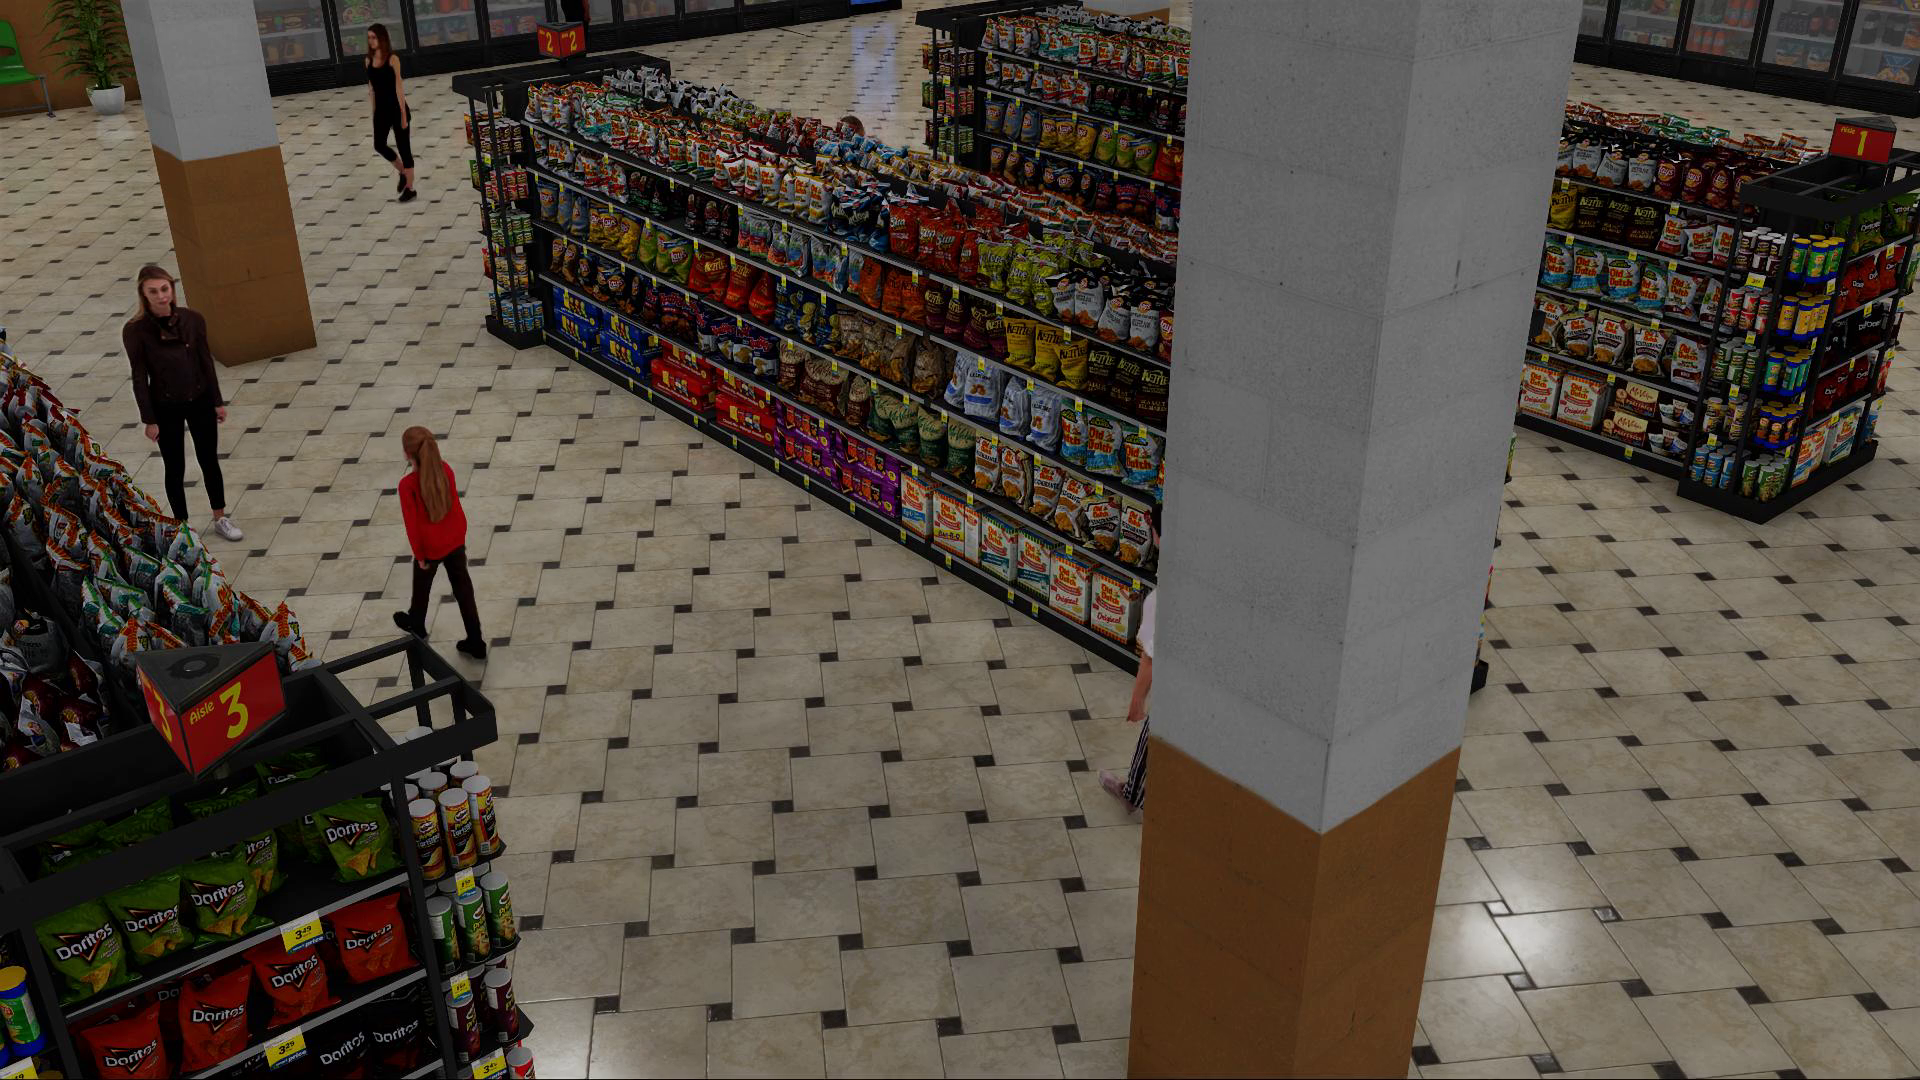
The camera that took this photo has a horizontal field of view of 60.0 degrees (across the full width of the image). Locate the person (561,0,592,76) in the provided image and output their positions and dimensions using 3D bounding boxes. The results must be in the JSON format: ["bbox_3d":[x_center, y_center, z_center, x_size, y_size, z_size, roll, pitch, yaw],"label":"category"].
[{"bbox_3d":[-4.953,-6.828,21.394,0.731,1.819,0.484,-23,35,-37],"label":"person"}]

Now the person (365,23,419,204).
[{"bbox_3d":[-5.512,-4.202,16.331,0.751,1.715,0.798,8,28,16],"label":"person"}]

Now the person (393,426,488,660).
[{"bbox_3d":[-2.617,0.045,8.465,0.879,1.255,0.576,22,34,37],"label":"person"}]

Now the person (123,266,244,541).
[{"bbox_3d":[-4.471,-0.762,9.560,0.609,1.703,0.497,-22,34,-37],"label":"person"}]
